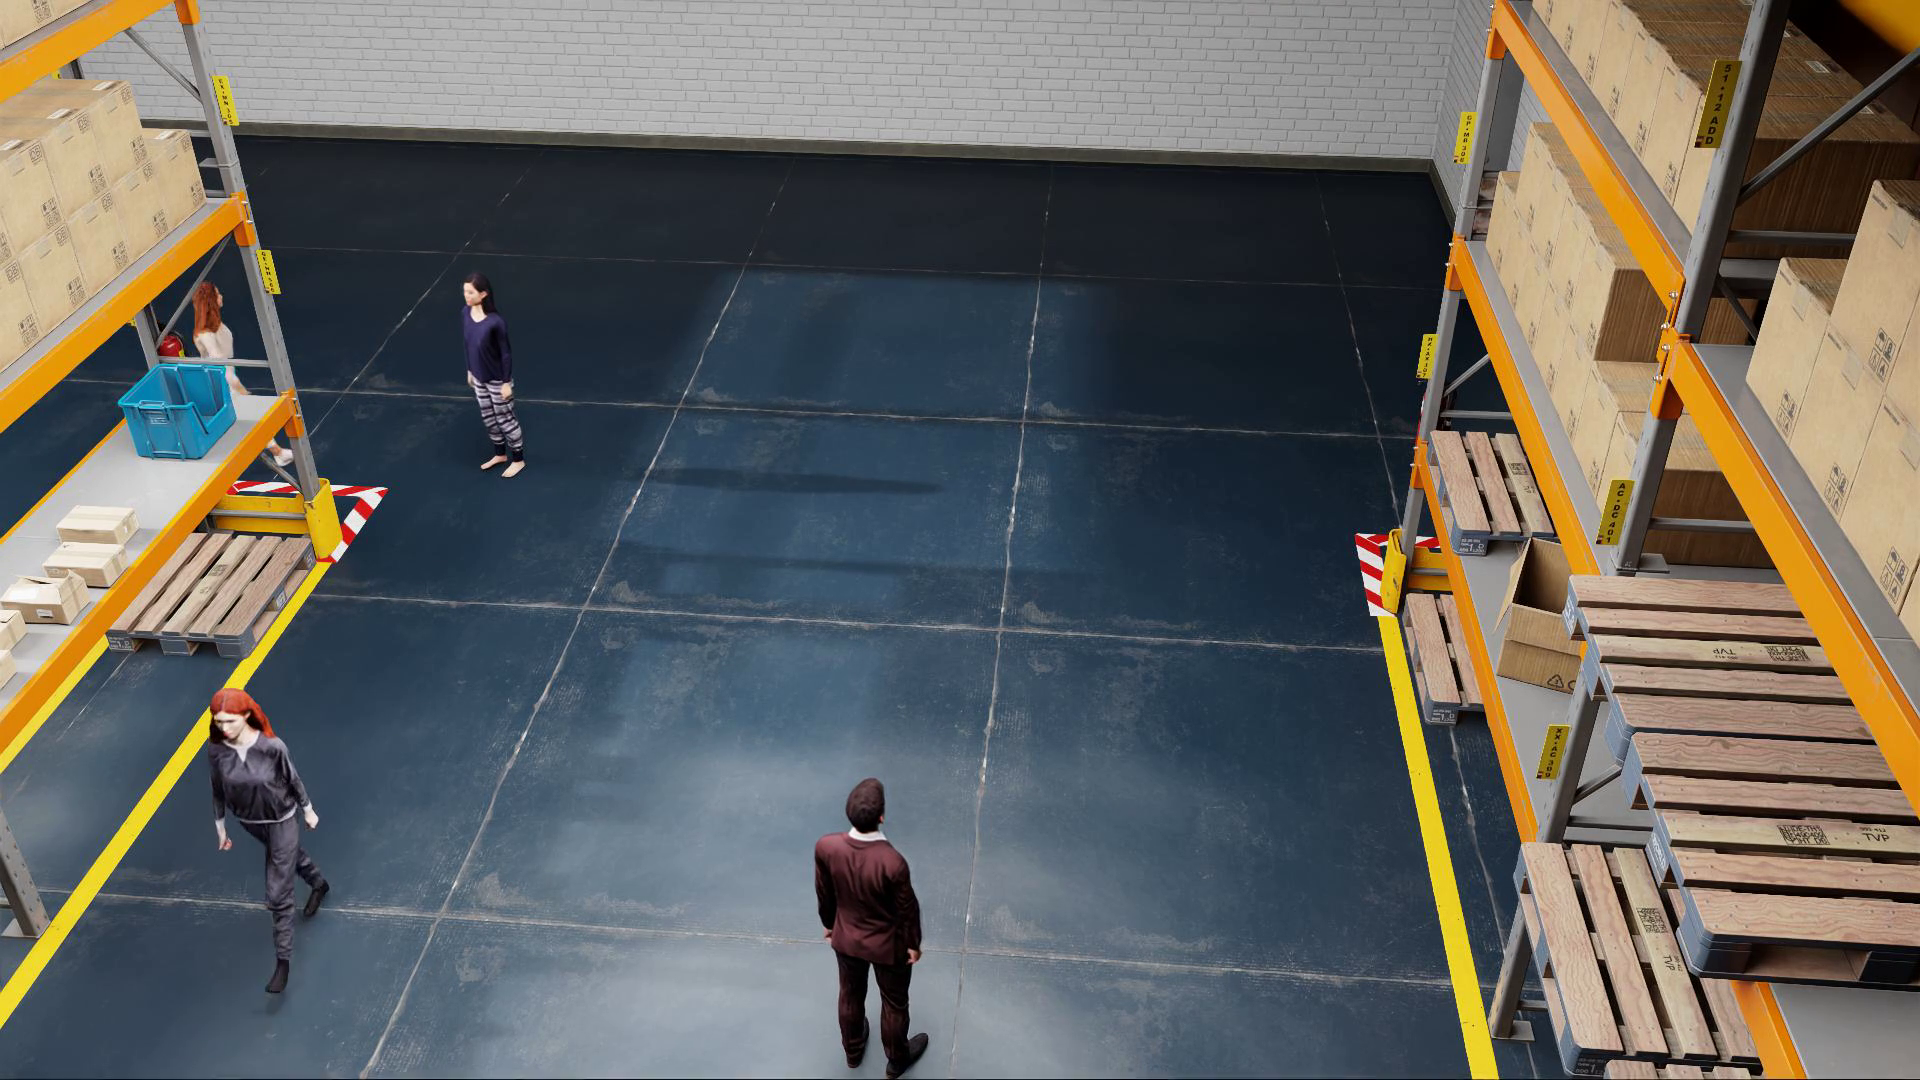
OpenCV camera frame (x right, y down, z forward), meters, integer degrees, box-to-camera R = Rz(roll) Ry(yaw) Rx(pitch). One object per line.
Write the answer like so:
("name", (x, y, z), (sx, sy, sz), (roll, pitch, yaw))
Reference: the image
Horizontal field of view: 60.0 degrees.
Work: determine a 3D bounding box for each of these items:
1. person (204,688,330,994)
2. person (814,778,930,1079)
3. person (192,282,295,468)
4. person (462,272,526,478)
("person", (-3.681, 1.465, 8.940), (0.624, 1.728, 1.127), (2, 34, 3))
("person", (-0.434, 1.921, 8.129), (0.747, 1.865, 0.706), (12, 36, 18))
("person", (-5.867, -1.166, 12.958), (0.856, 1.662, 1.118), (-6, 34, -9))
("person", (-3.690, -1.316, 13.118), (0.680, 1.733, 0.671), (20, 39, 27))
